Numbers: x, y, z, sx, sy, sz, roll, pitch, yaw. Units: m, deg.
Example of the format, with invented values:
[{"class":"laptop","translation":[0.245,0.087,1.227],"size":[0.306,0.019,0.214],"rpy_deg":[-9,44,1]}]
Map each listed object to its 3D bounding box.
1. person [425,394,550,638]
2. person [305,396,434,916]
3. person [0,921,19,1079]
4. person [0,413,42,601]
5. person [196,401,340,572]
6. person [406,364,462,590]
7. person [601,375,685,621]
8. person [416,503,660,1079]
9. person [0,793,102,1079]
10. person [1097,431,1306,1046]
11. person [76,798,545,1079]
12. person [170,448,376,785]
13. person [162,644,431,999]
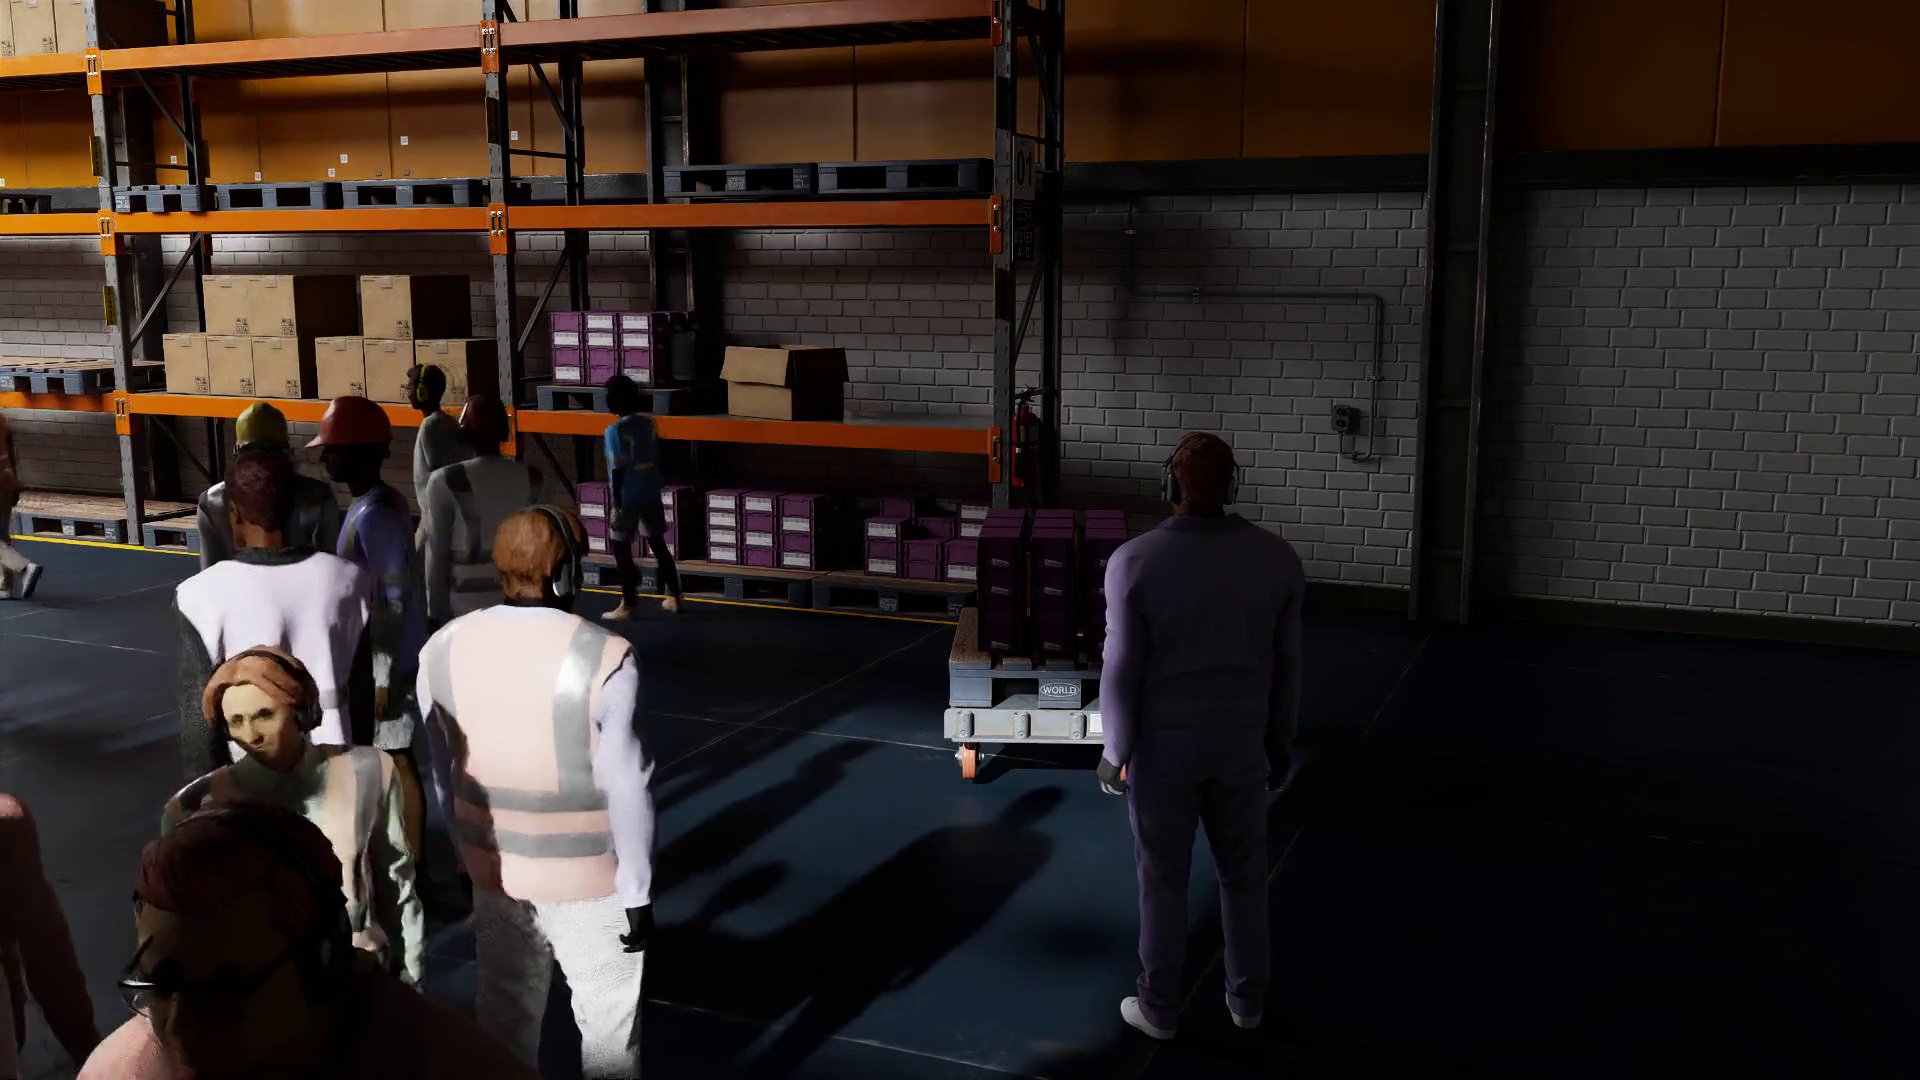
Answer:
[{"class":"person","translation":[-2.019,0.284,7.334],"size":[0.857,1.859,0.567],"rpy_deg":[9,13,43]},{"class":"person","translation":[-2.176,0.437,6.204],"size":[0.405,1.936,0.550],"rpy_deg":[-4,10,-20]},{"class":"person","translation":[-1.991,1.025,2.825],"size":[0.779,1.887,0.567],"rpy_deg":[-1,10,-6]},{"class":"person","translation":[-6.787,-0.344,11.759],"size":[0.522,1.622,0.543],"rpy_deg":[1,10,6]},{"class":"person","translation":[-2.928,0.322,7.154],"size":[0.588,1.837,0.403],"rpy_deg":[-3,10,-18]},{"class":"person","translation":[-3.173,-0.165,10.146],"size":[0.997,1.822,0.543],"rpy_deg":[1,9,3]},{"class":"person","translation":[-2.159,-0.274,11.315],"size":[0.471,1.680,0.619],"rpy_deg":[4,10,25]},{"class":"person","translation":[-1.019,0.819,4.181],"size":[0.626,1.842,0.440],"rpy_deg":[3,10,16]},{"class":"person","translation":[-2.078,1.010,3.382],"size":[0.533,1.719,0.917],"rpy_deg":[3,10,16]},{"class":"person","translation":[0.732,0.615,5.189],"size":[0.649,1.906,0.401],"rpy_deg":[-2,10,-11]},{"class":"person","translation":[-0.724,1.162,2.085],"size":[0.659,1.865,0.854],"rpy_deg":[2,10,9]},{"class":"person","translation":[-2.017,0.677,4.865],"size":[0.762,1.890,0.619],"rpy_deg":[8,13,40]},{"class":"person","translation":[-1.444,1.011,3.656],"size":[0.523,1.609,0.557],"rpy_deg":[-6,11,-34]}]
